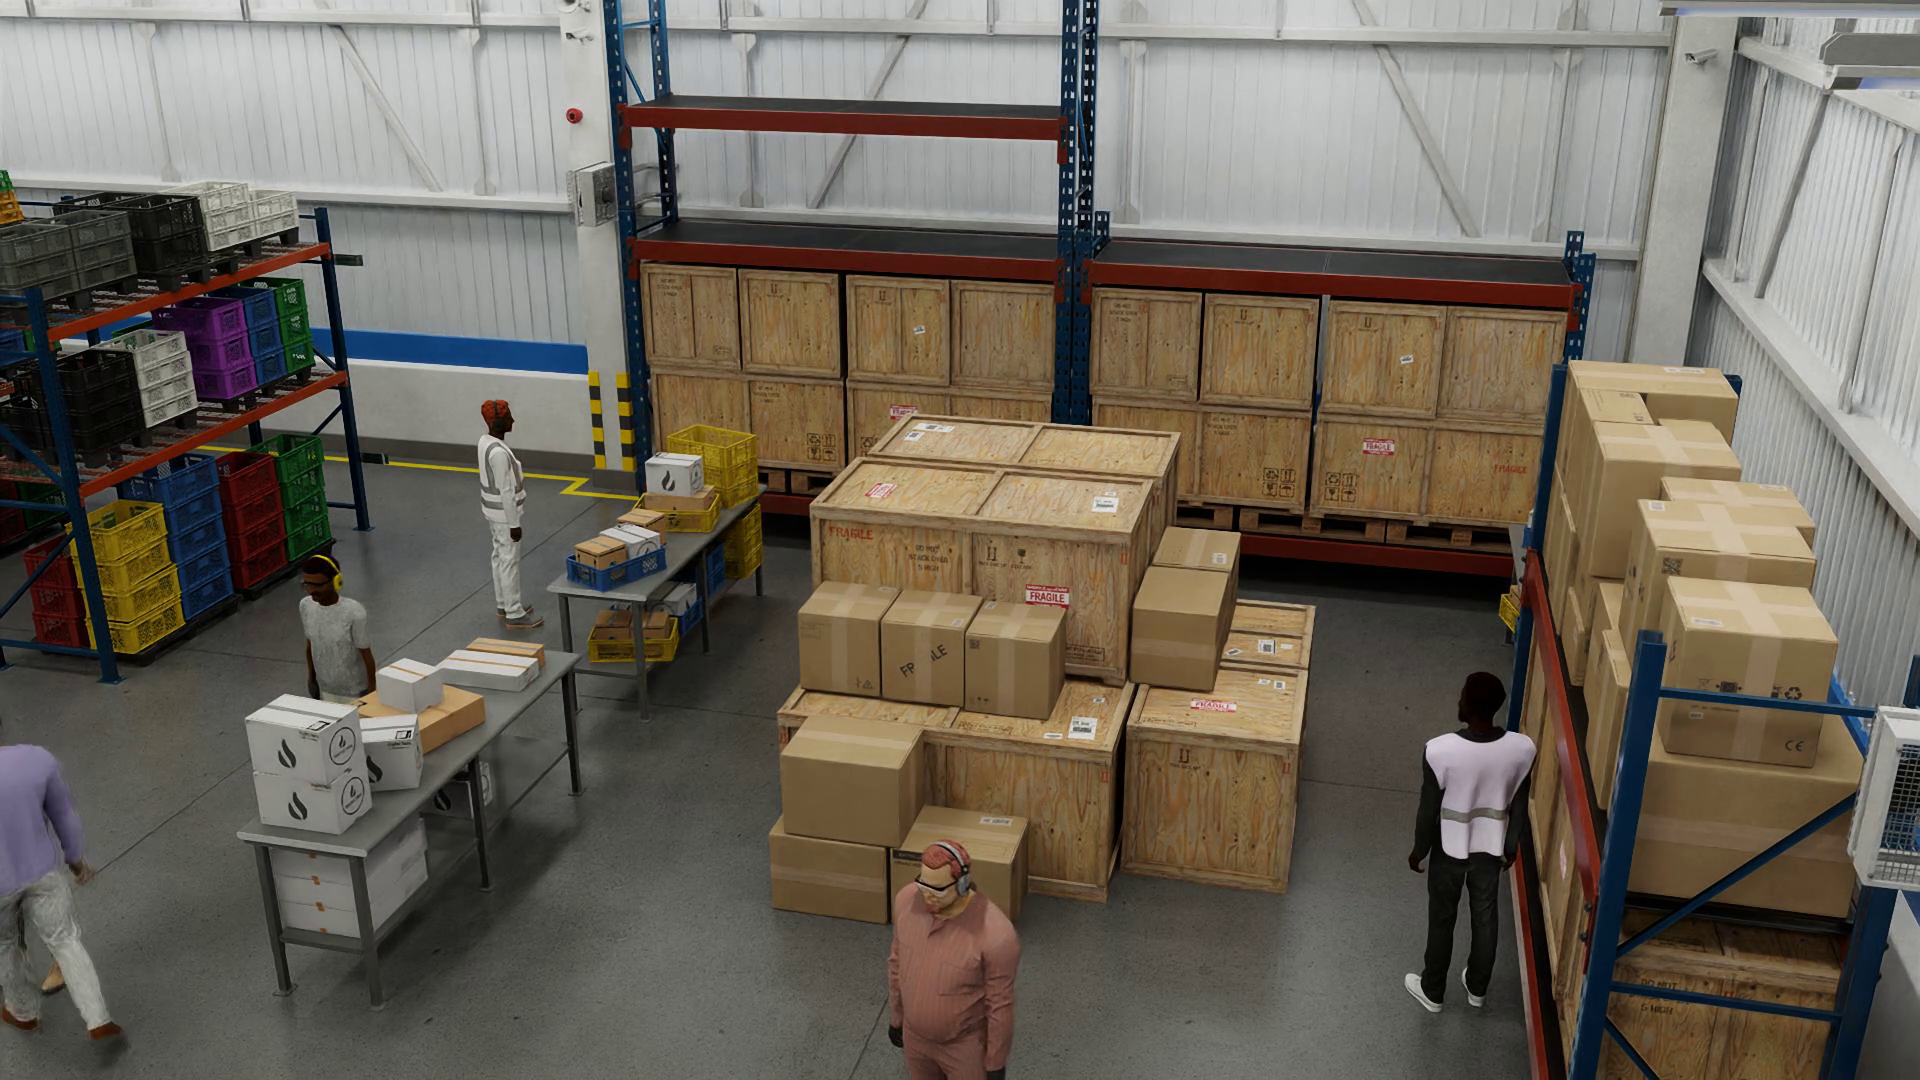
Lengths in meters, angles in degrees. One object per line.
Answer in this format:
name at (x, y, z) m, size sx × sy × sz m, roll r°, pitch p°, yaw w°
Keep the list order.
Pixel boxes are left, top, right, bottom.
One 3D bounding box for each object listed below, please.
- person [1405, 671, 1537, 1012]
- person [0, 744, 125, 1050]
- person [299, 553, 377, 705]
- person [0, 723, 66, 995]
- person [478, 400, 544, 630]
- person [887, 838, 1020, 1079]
person at (2.627, 1.571, 8.604) m, size 0.591 × 1.921 × 0.390 m, roll -3°, pitch 21°, yaw -7°
person at (-4.653, 1.713, 8.300) m, size 0.848 × 1.895 × 0.650 m, roll 16°, pitch 26°, yaw 36°
person at (-3.837, 0.944, 10.333) m, size 0.516 × 1.861 × 0.317 m, roll 8°, pitch 22°, yaw 20°
person at (-5.031, 1.623, 8.770) m, size 0.540 × 1.698 × 0.317 m, roll 3°, pitch 21°, yaw 7°
person at (-3.634, -0.209, 13.319) m, size 0.355 × 1.880 × 0.575 m, roll -11°, pitch 23°, yaw -26°
person at (-0.066, 2.129, 7.175) m, size 0.639 × 1.900 × 0.401 m, roll 15°, pitch 26°, yaw 35°
